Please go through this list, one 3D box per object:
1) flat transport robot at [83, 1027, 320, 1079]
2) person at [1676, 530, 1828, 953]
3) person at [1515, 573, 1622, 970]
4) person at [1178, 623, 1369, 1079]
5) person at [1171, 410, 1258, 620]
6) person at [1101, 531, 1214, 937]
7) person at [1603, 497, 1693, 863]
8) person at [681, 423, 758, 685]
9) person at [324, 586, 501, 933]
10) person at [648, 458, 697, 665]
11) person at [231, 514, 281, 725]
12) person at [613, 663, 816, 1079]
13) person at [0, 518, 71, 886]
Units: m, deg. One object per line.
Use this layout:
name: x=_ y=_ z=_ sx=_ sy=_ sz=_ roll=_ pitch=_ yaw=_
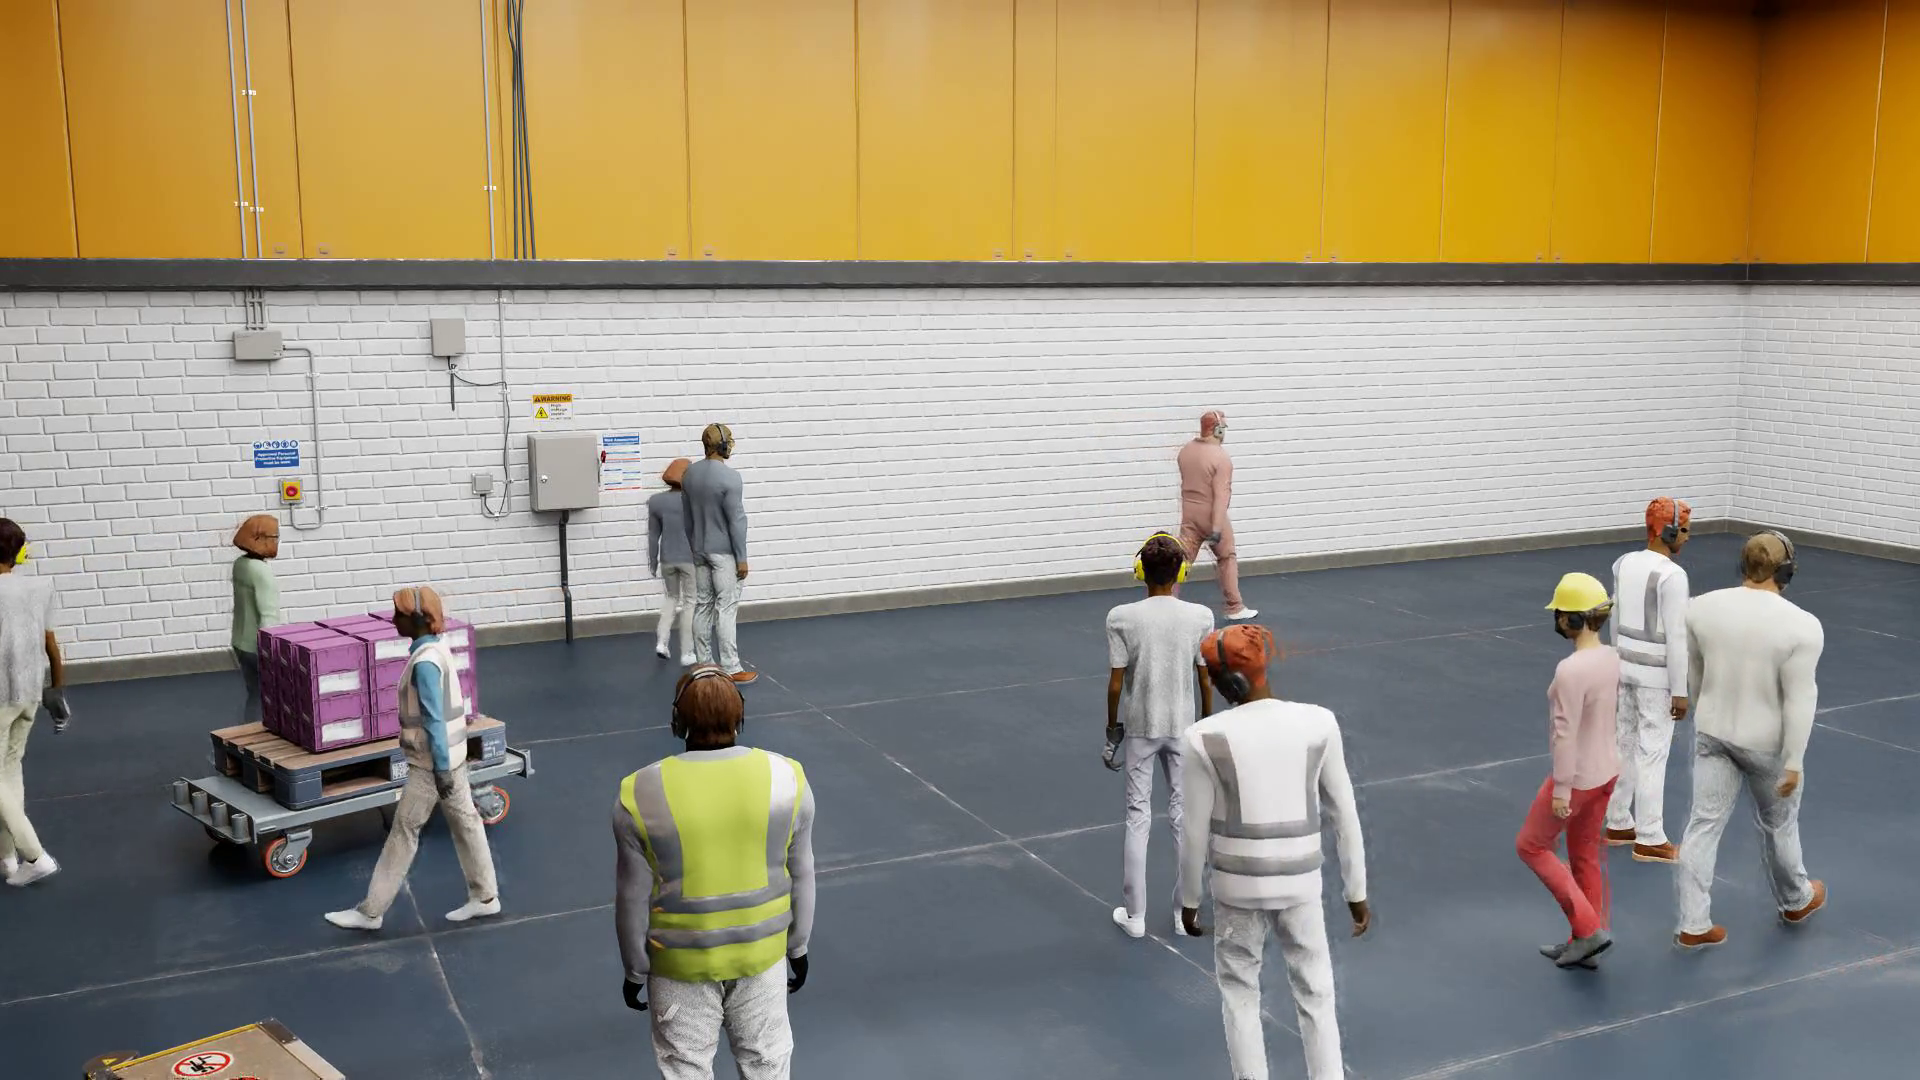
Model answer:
flat transport robot: x=-2.432 y=1.996 z=5.661 sx=0.652 sy=0.197 sz=1.431 roll=-9 pitch=13 yaw=-43
person: x=3.610 y=0.888 z=7.520 sx=0.976 sy=1.896 sz=0.636 roll=-7 pitch=12 yaw=-39
person: x=2.645 y=1.009 z=7.188 sx=0.369 sy=1.749 sz=0.550 roll=9 pitch=13 yaw=44
person: x=1.110 y=1.207 z=5.688 sx=0.734 sy=1.847 sz=0.417 roll=-1 pitch=9 yaw=-4
person: x=2.106 y=-0.190 z=14.343 sx=1.004 sy=1.861 sz=0.642 roll=-7 pitch=11 yaw=-35
person: x=0.904 y=0.887 z=7.598 sx=0.513 sy=1.872 sz=0.328 roll=-1 pitch=9 yaw=-4
person: x=3.579 y=0.715 z=8.612 sx=0.354 sy=1.887 sz=0.572 roll=-2 pitch=9 yaw=-10
person: x=-1.779 y=0.105 z=12.235 sx=0.628 sy=1.940 sz=0.373 roll=8 pitch=12 yaw=41
person: x=-2.530 y=1.008 z=7.628 sx=0.821 sy=1.600 sz=0.544 roll=-2 pitch=9 yaw=-12
person: x=-2.137 y=0.168 z=12.828 sx=0.504 sy=1.621 sz=0.339 roll=3 pitch=10 yaw=19
person: x=-4.158 y=0.644 z=9.896 sx=0.519 sy=1.617 sz=0.360 roll=8 pitch=12 yaw=42
person: x=-0.760 y=1.289 z=5.184 sx=0.625 sy=1.845 sz=0.429 roll=-3 pitch=10 yaw=-19
person: x=-4.724 y=0.801 z=8.248 sx=0.590 sy=1.828 sz=0.533 roll=4 pitch=10 yaw=21
